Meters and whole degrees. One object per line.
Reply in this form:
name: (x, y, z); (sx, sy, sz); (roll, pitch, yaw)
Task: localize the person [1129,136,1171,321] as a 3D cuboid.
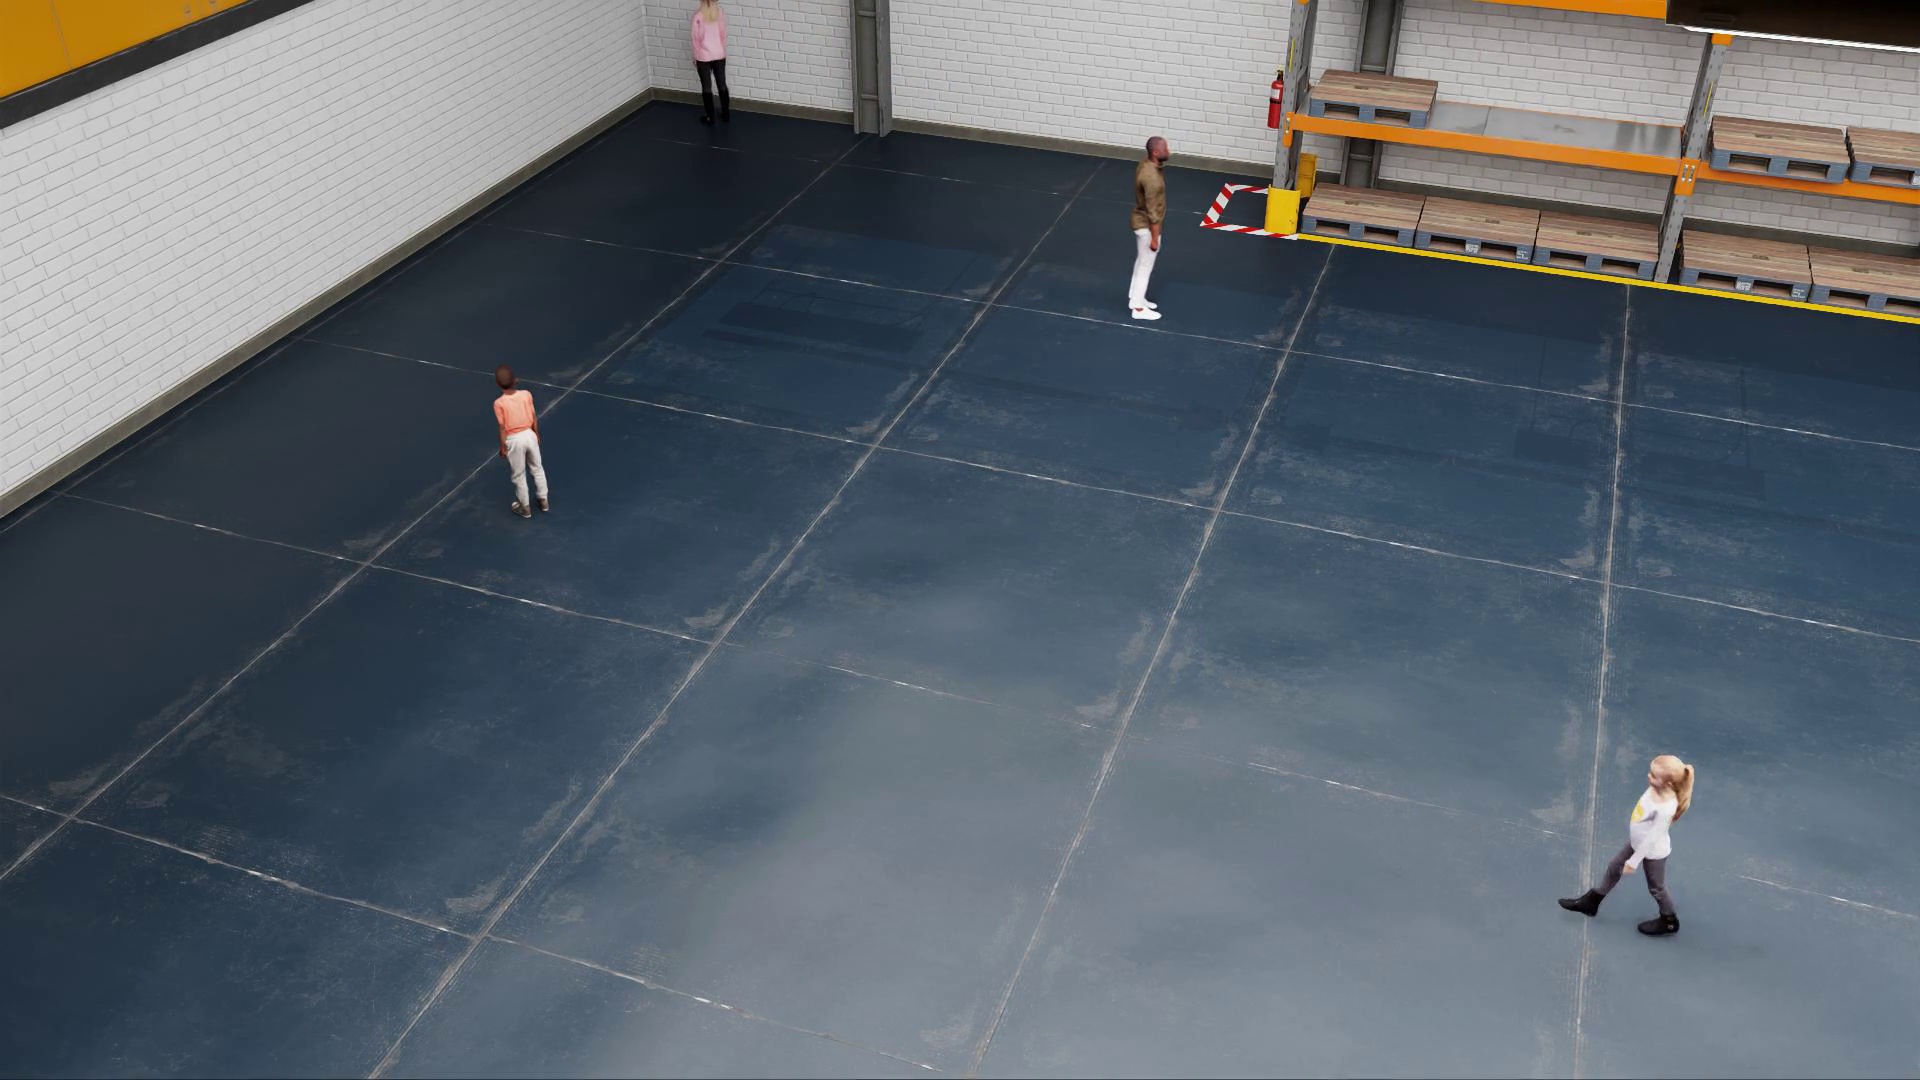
person: (1.804, -3.001, 15.959); (0.702, 1.818, 0.785); (1, 34, 1)

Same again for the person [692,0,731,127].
person: (-3.082, -5.985, 20.568); (0.711, 1.686, 0.758); (-24, 40, -31)

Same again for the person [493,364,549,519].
person: (-3.460, -0.787, 13.087); (0.560, 1.309, 0.601); (-22, 39, -29)

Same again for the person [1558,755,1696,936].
person: (3.931, 1.747, 9.332); (0.926, 1.246, 0.600); (6, 34, 9)
